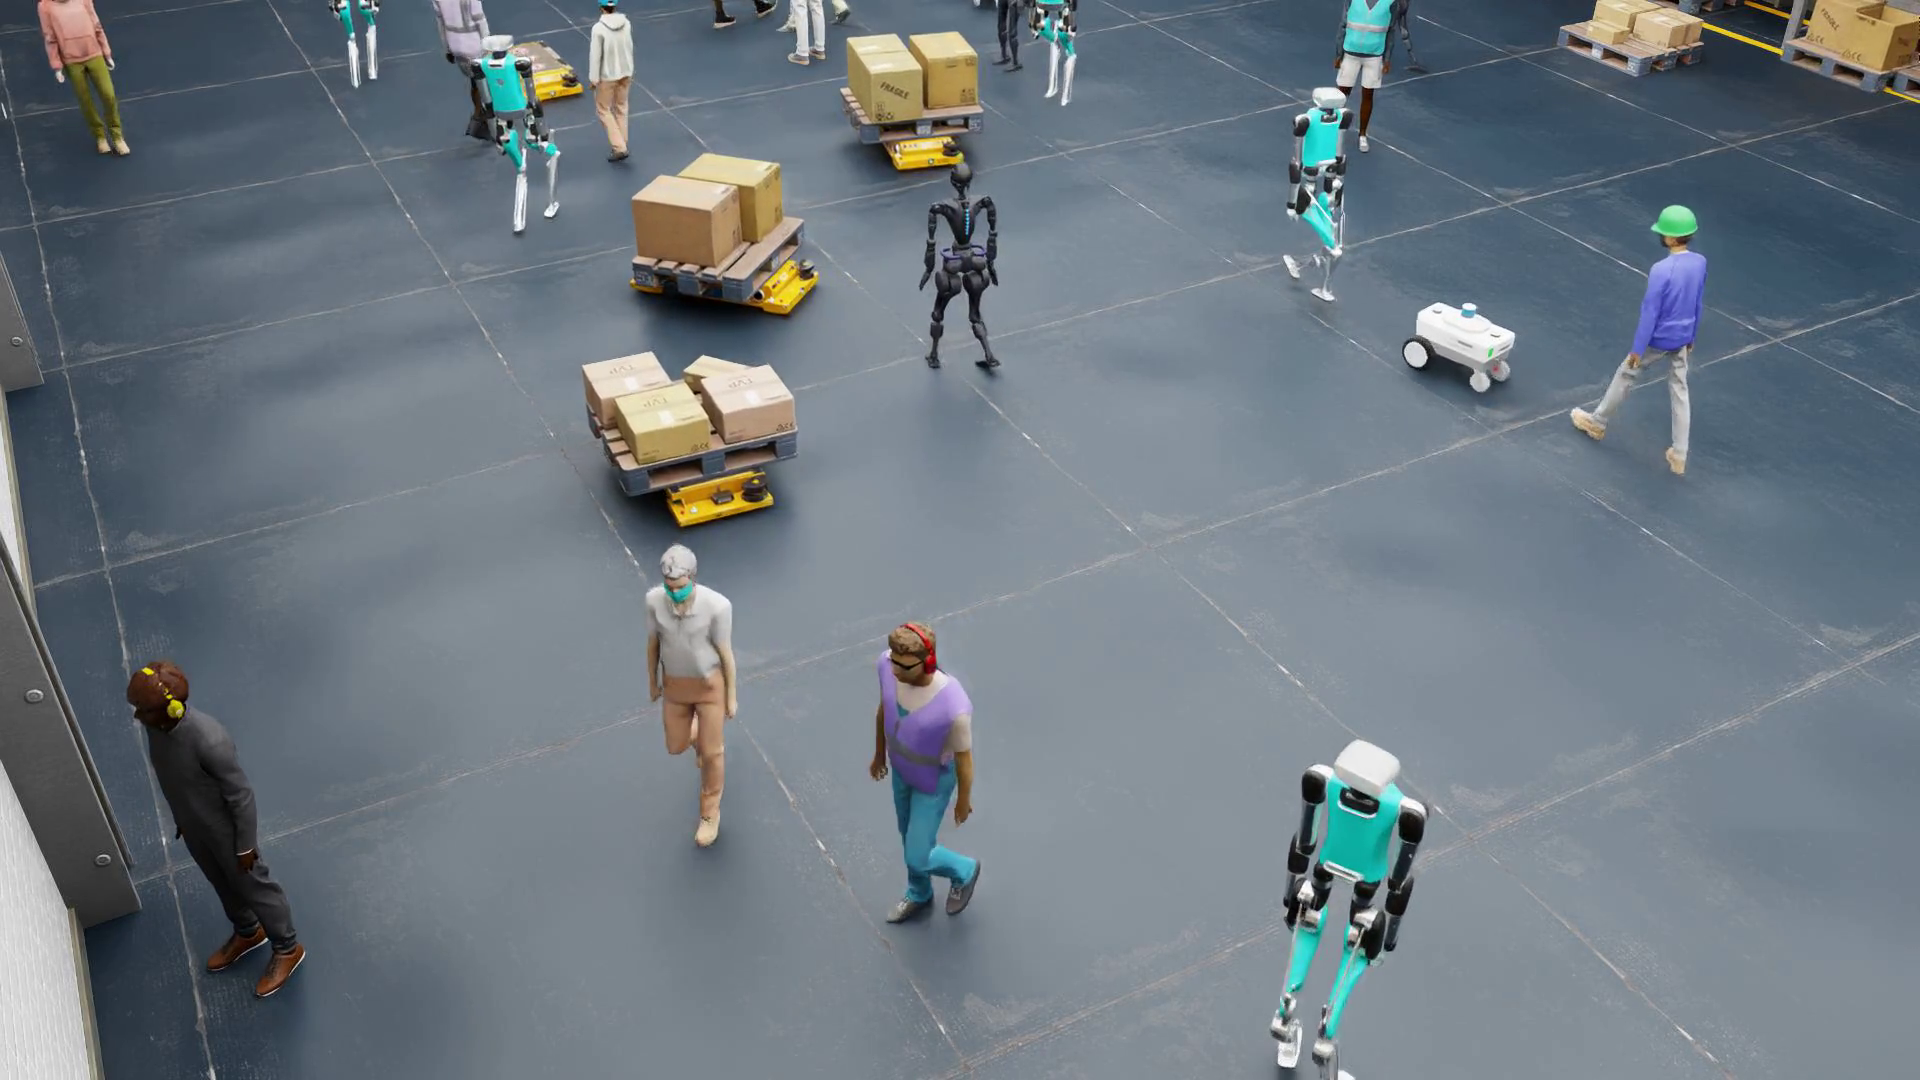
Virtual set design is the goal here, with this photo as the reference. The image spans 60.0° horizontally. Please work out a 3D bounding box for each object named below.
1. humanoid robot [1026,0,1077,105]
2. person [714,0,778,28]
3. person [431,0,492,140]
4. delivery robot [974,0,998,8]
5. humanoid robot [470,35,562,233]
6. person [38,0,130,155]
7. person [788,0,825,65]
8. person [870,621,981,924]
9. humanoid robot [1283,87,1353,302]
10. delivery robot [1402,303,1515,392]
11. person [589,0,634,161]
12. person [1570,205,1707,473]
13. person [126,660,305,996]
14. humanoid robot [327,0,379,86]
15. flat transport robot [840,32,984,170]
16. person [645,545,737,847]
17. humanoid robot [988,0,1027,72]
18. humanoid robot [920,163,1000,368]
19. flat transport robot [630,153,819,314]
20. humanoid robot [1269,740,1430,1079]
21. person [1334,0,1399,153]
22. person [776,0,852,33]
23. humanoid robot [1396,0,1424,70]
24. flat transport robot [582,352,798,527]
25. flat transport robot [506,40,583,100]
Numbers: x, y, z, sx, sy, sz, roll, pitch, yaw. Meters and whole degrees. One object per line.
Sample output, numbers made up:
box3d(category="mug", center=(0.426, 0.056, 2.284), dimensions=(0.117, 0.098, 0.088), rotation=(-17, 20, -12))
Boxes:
box3d(category="humanoid robot", center=(0.992, -5.327, 17.049), dimensions=(0.548, 1.767, 0.815), rotation=(12, 37, 16))
box3d(category="person", center=(-2.580, -6.944, 19.198), dimensions=(0.630, 1.911, 0.944), rotation=(27, 43, 33))
box3d(category="person", center=(-4.774, -4.807, 16.153), dimensions=(0.565, 1.910, 0.480), rotation=(15, 38, 20))
box3d(category="delivery robot", center=(0.416, -6.840, 20.214), dimensions=(0.499, 0.572, 0.747), rotation=(9, 36, 13))
box3d(category="humanoid robot", center=(-3.836, -3.614, 14.611), dimensions=(0.576, 1.772, 0.893), rotation=(4, 35, 6))
box3d(category="person", center=(-8.360, -4.542, 15.850), dimensions=(0.558, 1.813, 0.648), rotation=(-20, 39, -26))
box3d(category="person", center=(-1.708, -6.136, 18.068), dimensions=(0.572, 1.886, 0.354), rotation=(-28, 44, -34))
box3d(category="person", center=(-0.182, 1.102, 7.786), dimensions=(0.451, 1.831, 0.572), rotation=(-25, 42, -31))
box3d(category="humanoid robot", center=(2.932, -2.681, 13.272), dimensions=(0.552, 1.743, 1.014), rotation=(-16, 38, -22))
box3d(category="delivery robot", center=(3.810, -1.514, 12.610), dimensions=(0.499, 0.575, 0.759), rotation=(-27, 43, -33))
box3d(category="person", center=(-3.295, -4.403, 15.783), dimensions=(0.500, 1.659, 0.429), rotation=(-29, 44, -35))
box3d(category="person", center=(4.771, -1.399, 11.367), dimensions=(0.561, 1.807, 0.950), rotation=(-14, 37, -19))
box3d(category="person", center=(-3.352, 1.284, 7.484), dimensions=(0.502, 1.872, 0.335), rotation=(18, 39, 24))
box3d(category="humanoid robot", center=(-6.412, -5.722, 17.620), dimensions=(0.534, 1.816, 0.689), rotation=(-8, 36, -11))
box3d(category="flat transport robot", center=(-0.475, -4.044, 16.490), dimensions=(0.659, 0.231, 1.431), rotation=(-9, 36, -13))
box3d(category="person", center=(-1.352, 0.713, 8.431), dimensions=(0.471, 1.715, 0.621), rotation=(5, 35, 6))
box3d(category="humanoid robot", center=(0.527, -5.932, 17.949), dimensions=(0.331, 1.651, 0.599), rotation=(-23, 41, -29))
box3d(category="humanoid robot", center=(0.008, -2.038, 12.417), dimensions=(0.600, 1.626, 0.483), rotation=(-10, 36, -14))
box3d(category="flat transport robot", center=(-1.967, -2.201, 13.858), dimensions=(1.431, 0.231, 0.659), rotation=(11, 37, 15))
box3d(category="humanoid robot", center=(1.528, 1.685, 6.988), dimensions=(0.539, 1.742, 0.742), rotation=(21, 40, 27))
box3d(category="person", center=(3.876, -4.688, 15.961), dimensions=(0.553, 1.932, 0.441), rotation=(8, 36, 11))
box3d(category="person", center=(-1.693, -6.698, 18.946), dimensions=(0.844, 1.804, 0.580), rotation=(-4, 35, -6))
box3d(category="humanoid robot", center=(4.704, -5.861, 17.896), dimensions=(0.780, 1.625, 0.597), rotation=(18, 39, 24))
box3d(category="flat transport robot", center=(-1.845, -0.586, 11.553), dimensions=(0.659, 0.231, 1.431), rotation=(-15, 38, -20))
box3d(category="flat transport robot", center=(-4.628, -5.070, 17.954), dimensions=(0.659, 0.231, 1.431), rotation=(-18, 39, -24))
